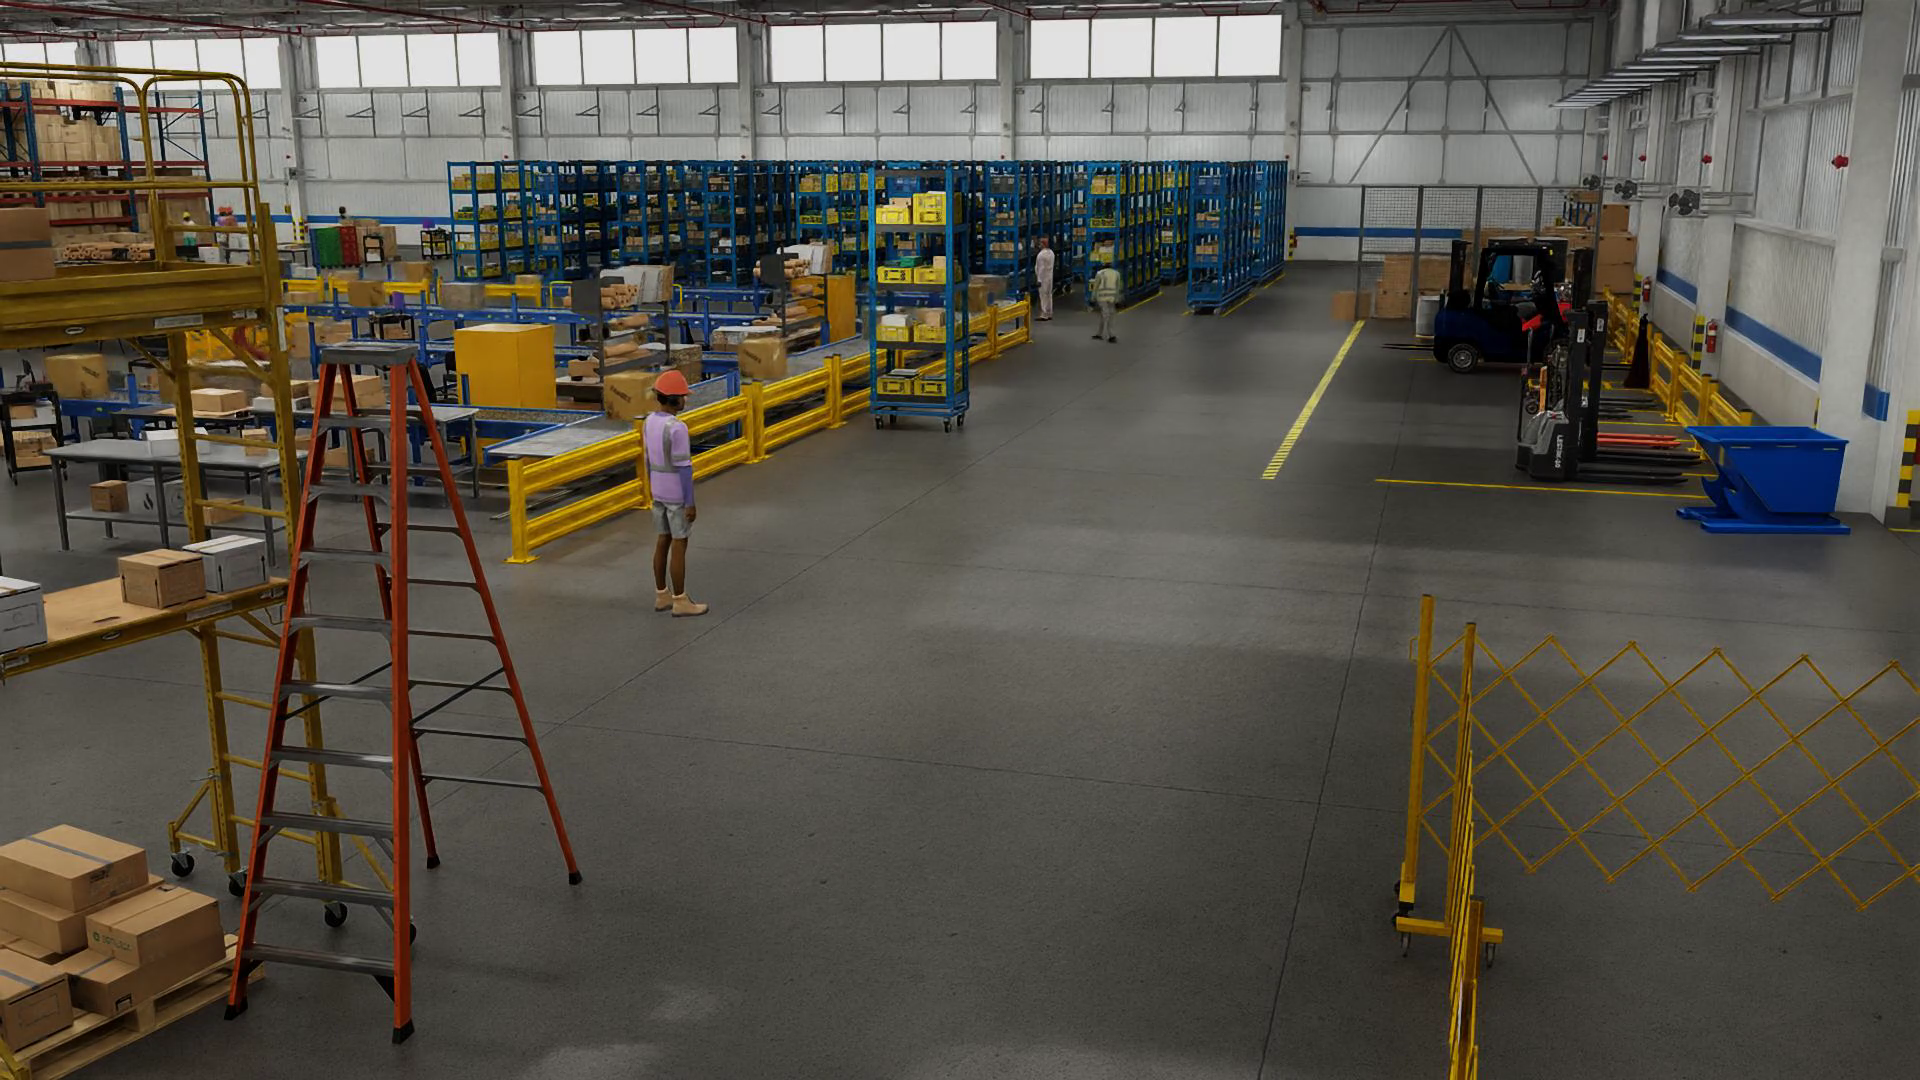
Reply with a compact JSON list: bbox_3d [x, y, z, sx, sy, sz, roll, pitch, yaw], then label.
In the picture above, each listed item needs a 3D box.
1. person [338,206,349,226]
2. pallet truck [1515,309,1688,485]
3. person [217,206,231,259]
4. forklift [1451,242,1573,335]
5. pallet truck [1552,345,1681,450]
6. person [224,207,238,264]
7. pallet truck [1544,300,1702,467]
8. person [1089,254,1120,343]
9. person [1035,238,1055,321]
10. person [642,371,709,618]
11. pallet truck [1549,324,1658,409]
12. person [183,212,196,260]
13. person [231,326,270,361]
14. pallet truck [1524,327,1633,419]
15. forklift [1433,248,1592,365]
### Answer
[{"bbox_3d":[-23.862,-12.055,64.658,0.760,1.825,0.618,-2,13,-9],"label":"person"},{"bbox_3d":[7.554,-1.677,19.446,1.885,1.965,0.823,3,13,14],"label":"pallet truck"},{"bbox_3d":[-27.179,-11.377,61.526,0.545,1.918,0.577,2,13,10],"label":"person"},{"bbox_3d":[10.464,-4.597,31.405,2.680,1.987,1.157,4,14,16],"label":"forklift"},{"bbox_3d":[8.641,-1.896,21.908,1.630,1.274,0.653,4,14,16],"label":"pallet truck"},{"bbox_3d":[-25.618,-10.715,58.493,0.396,1.991,0.620,2,13,9],"label":"person"},{"bbox_3d":[8.263,-1.952,20.631,1.885,1.965,0.823,5,14,20],"label":"pallet truck"},{"bbox_3d":[2.991,-4.933,33.959,0.583,1.796,0.915,-10,16,-37],"label":"person"},{"bbox_3d":[1.930,-6.005,38.354,0.400,1.903,0.643,7,15,28],"label":"person"},{"bbox_3d":[-2.357,-0.380,13.743,0.374,2.043,0.614,-11,17,-39],"label":"person"},{"bbox_3d":[9.824,-2.669,25.407,1.601,1.201,0.680,4,14,16],"label":"pallet truck"},{"bbox_3d":[-27.774,-10.927,59.909,0.534,1.766,0.326,4,14,18],"label":"person"},{"bbox_3d":[-12.527,-3.767,29.035,0.746,1.744,0.527,-3,13,-12],"label":"person"},{"bbox_3d":[9.065,-2.460,24.370,1.522,1.261,0.704,3,13,14],"label":"pallet truck"},{"bbox_3d":[9.780,-4.111,29.280,2.680,1.987,1.157,3,13,14],"label":"forklift"}]
